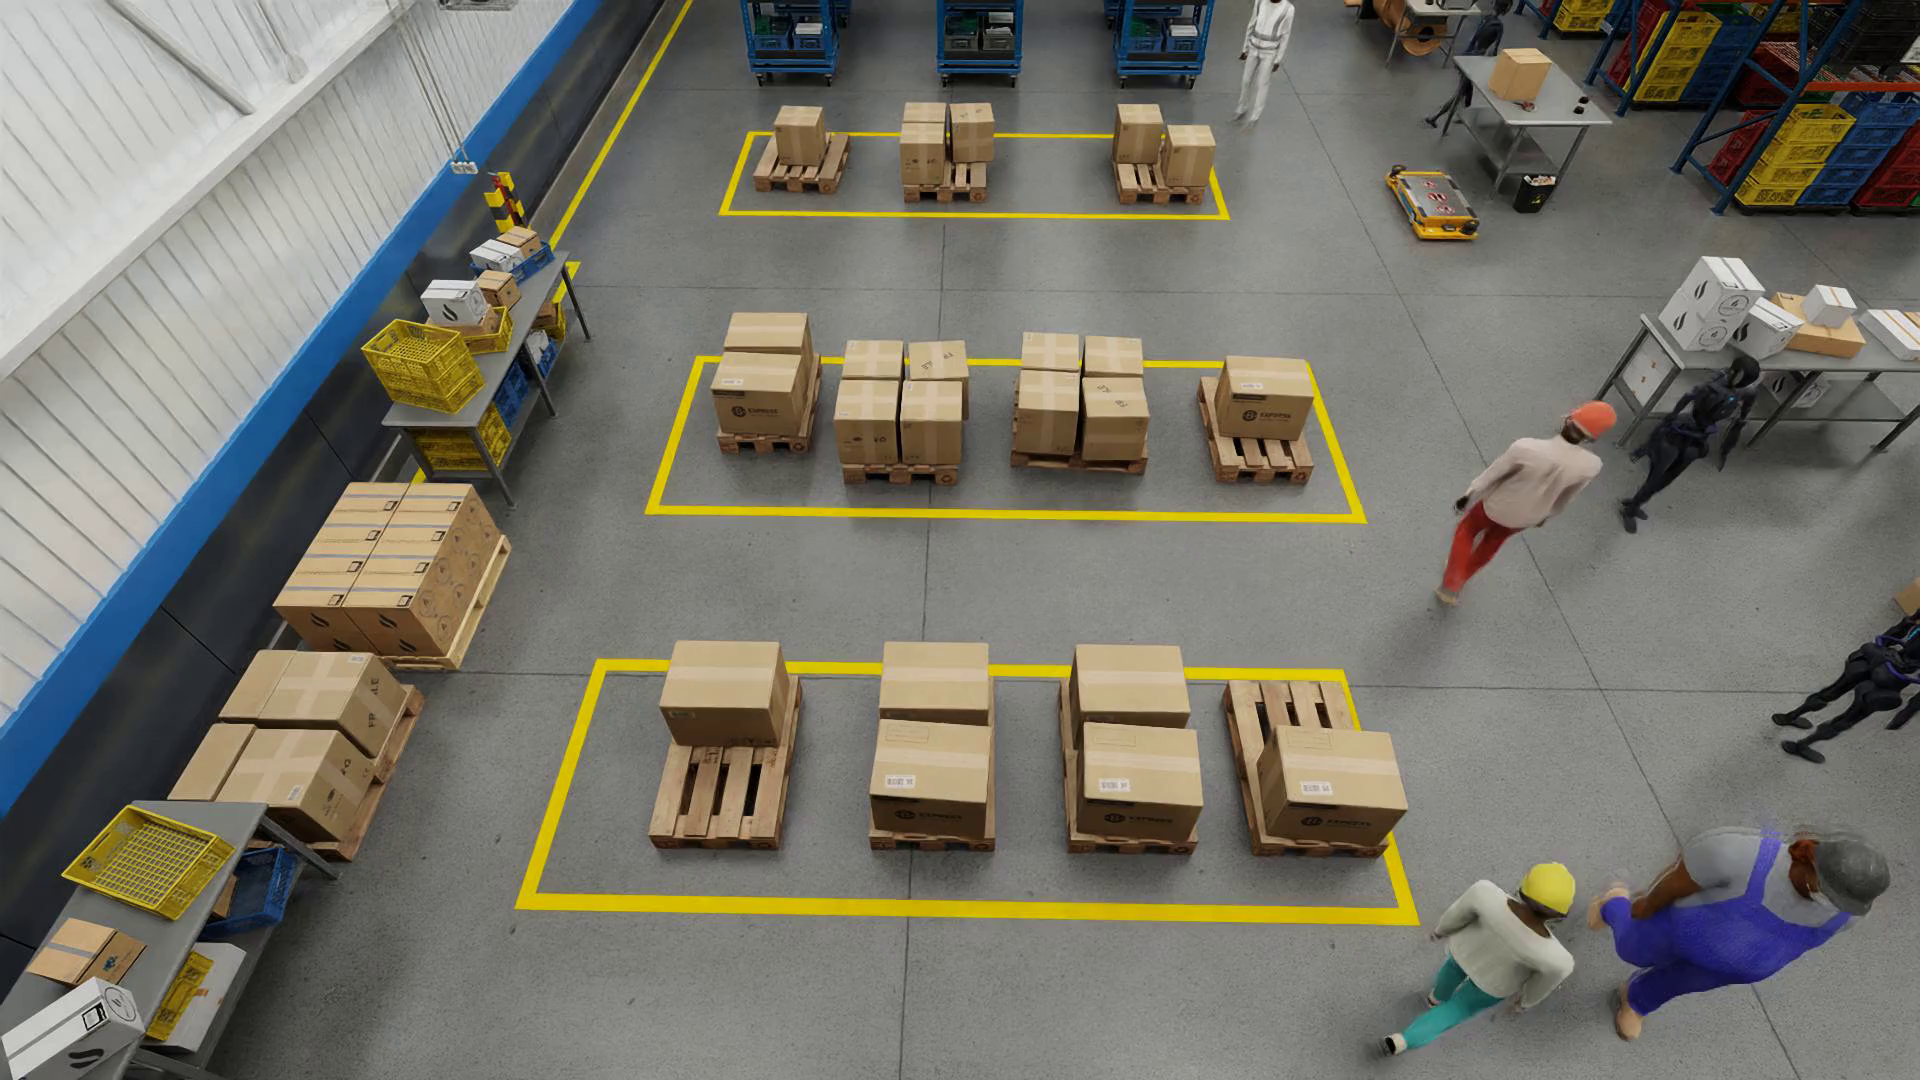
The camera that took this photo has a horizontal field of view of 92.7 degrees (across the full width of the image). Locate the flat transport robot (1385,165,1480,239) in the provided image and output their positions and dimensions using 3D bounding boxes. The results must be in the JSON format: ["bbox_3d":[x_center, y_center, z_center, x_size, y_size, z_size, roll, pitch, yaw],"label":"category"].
[{"bbox_3d":[5.692,-4.094,11.059,0.652,0.197,1.431,1,49,1],"label":"flat transport robot"}]

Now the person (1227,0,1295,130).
[{"bbox_3d":[3.951,-6.370,11.978,0.582,1.883,0.338,36,58,27],"label":"person"}]

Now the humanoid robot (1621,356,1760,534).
[{"bbox_3d":[5.750,-0.741,7.247,0.655,1.649,0.418,0,49,0],"label":"humanoid robot"}]

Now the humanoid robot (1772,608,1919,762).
[{"bbox_3d":[5.933,0.859,5.856,0.320,1.651,0.582,12,50,10],"label":"humanoid robot"}]

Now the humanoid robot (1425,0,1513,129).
[{"bbox_3d":[6.737,-6.253,12.046,0.752,1.637,0.607,0,49,0],"label":"humanoid robot"}]

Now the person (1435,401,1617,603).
[{"bbox_3d":[3.996,-0.226,6.631,0.696,1.960,0.518,10,50,9],"label":"person"}]

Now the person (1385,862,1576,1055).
[{"bbox_3d":[2.637,2.173,4.685,0.687,1.727,0.550,-21,52,-17],"label":"person"}]

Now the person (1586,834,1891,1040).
[{"bbox_3d":[3.882,1.941,4.682,0.691,2.000,0.677,22,53,18],"label":"person"}]
